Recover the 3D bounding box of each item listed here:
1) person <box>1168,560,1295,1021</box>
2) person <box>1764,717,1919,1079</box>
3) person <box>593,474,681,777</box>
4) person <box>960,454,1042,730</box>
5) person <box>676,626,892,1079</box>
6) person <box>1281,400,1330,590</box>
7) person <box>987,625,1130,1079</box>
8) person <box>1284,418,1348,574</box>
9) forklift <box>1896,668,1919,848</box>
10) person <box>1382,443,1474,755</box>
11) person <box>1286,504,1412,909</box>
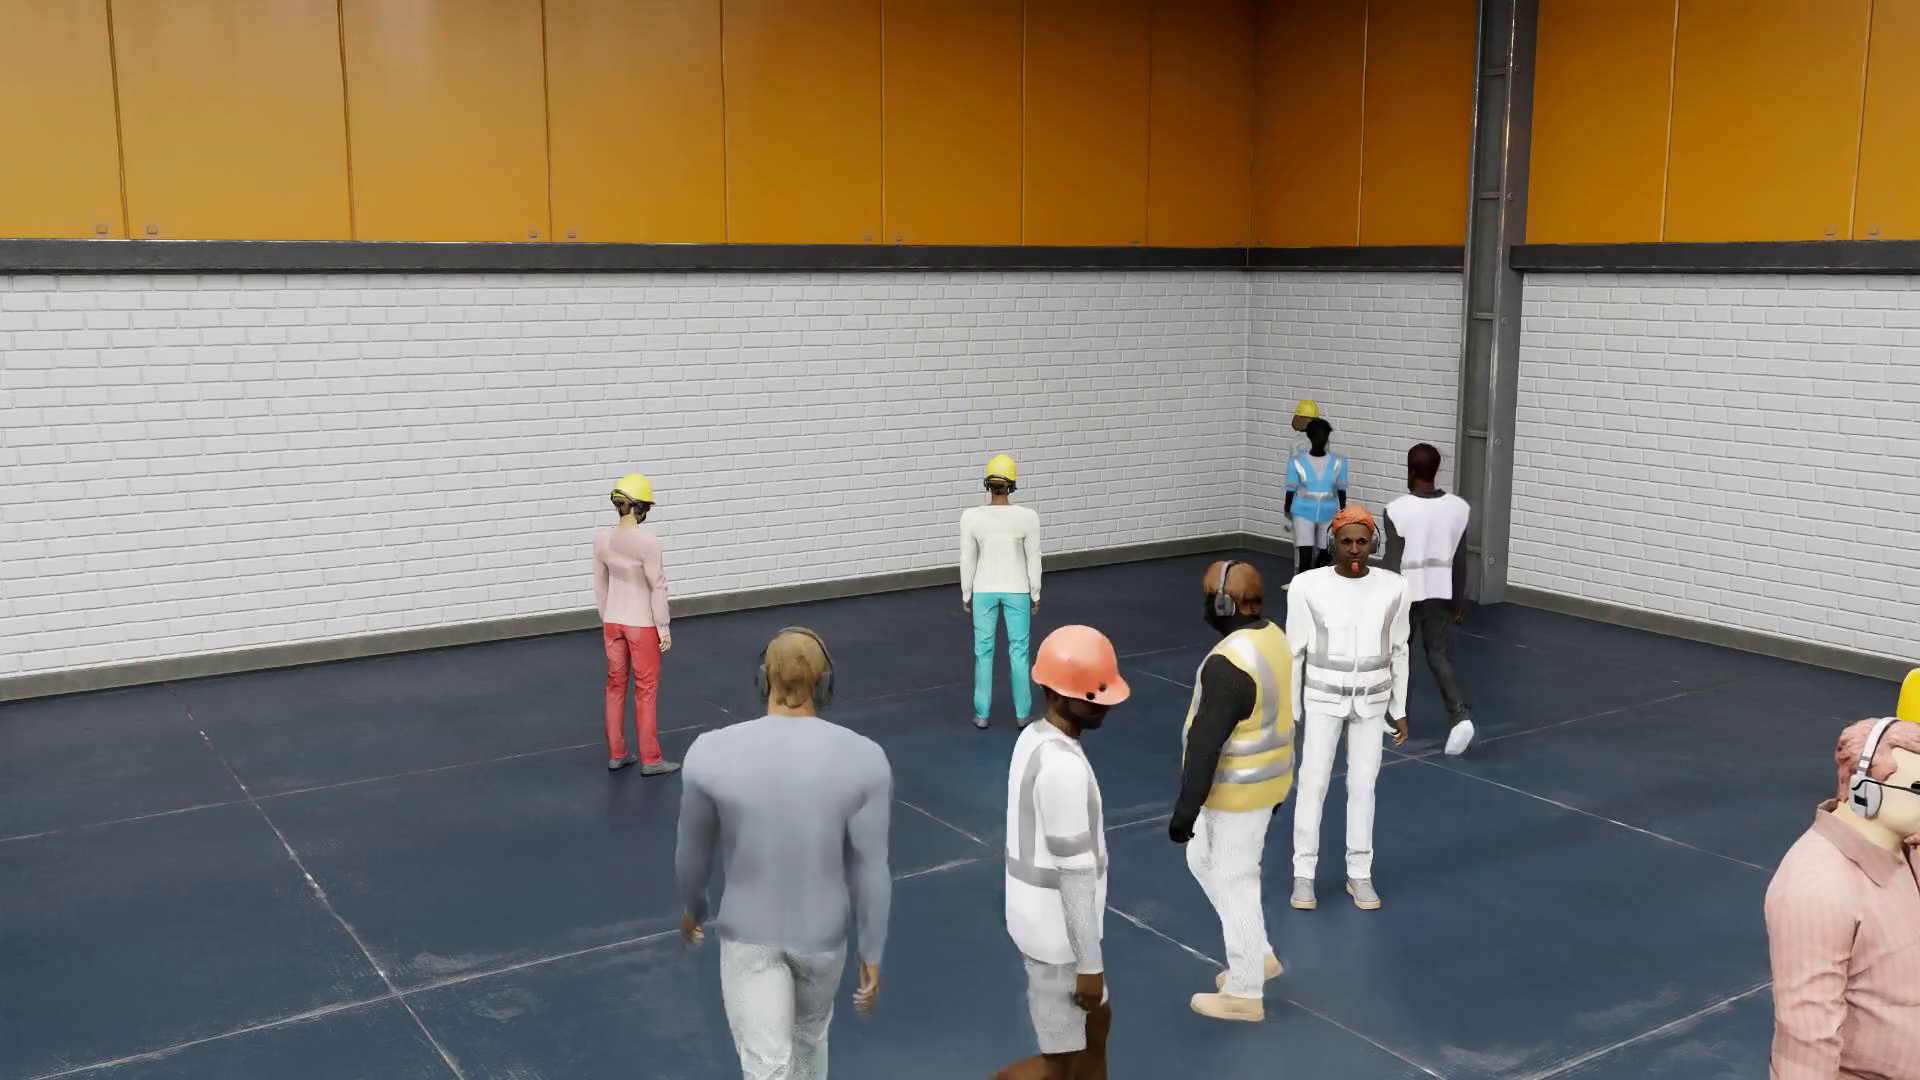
[{"bbox_3d":[1.071,0.988,6.531,0.452,1.824,0.640,4,10,20],"label":"person"},{"bbox_3d":[2.183,1.356,4.043,0.407,1.906,0.655,9,13,43],"label":"person"},{"bbox_3d":[-1.886,0.495,9.676,0.524,1.760,0.327,6,11,32],"label":"person"},{"bbox_3d":[0.261,0.338,10.596,0.524,1.770,0.315,1,9,6],"label":"person"},{"bbox_3d":[-0.532,1.201,5.102,0.643,1.884,1.062,-2,10,-11],"label":"person"},{"bbox_3d":[3.138,-0.404,15.132,0.483,1.745,0.299,-7,12,-36],"label":"person"},{"bbox_3d":[0.262,1.179,5.116,0.841,1.903,0.554,0,9,-2],"label":"person"},{"bbox_3d":[3.021,-0.224,14.232,0.537,1.679,0.647,0,9,1],"label":"person"},{"bbox_3d":[5.511,0.571,7.906,2.313,2.155,1.214,-6,11,-33],"label":"forklift"},{"bbox_3d":[2.861,0.349,10.186,0.595,1.890,0.863,-3,10,-15],"label":"person"},{"bbox_3d":[1.769,0.770,7.641,0.583,1.882,0.337,0,9,0],"label":"person"}]
